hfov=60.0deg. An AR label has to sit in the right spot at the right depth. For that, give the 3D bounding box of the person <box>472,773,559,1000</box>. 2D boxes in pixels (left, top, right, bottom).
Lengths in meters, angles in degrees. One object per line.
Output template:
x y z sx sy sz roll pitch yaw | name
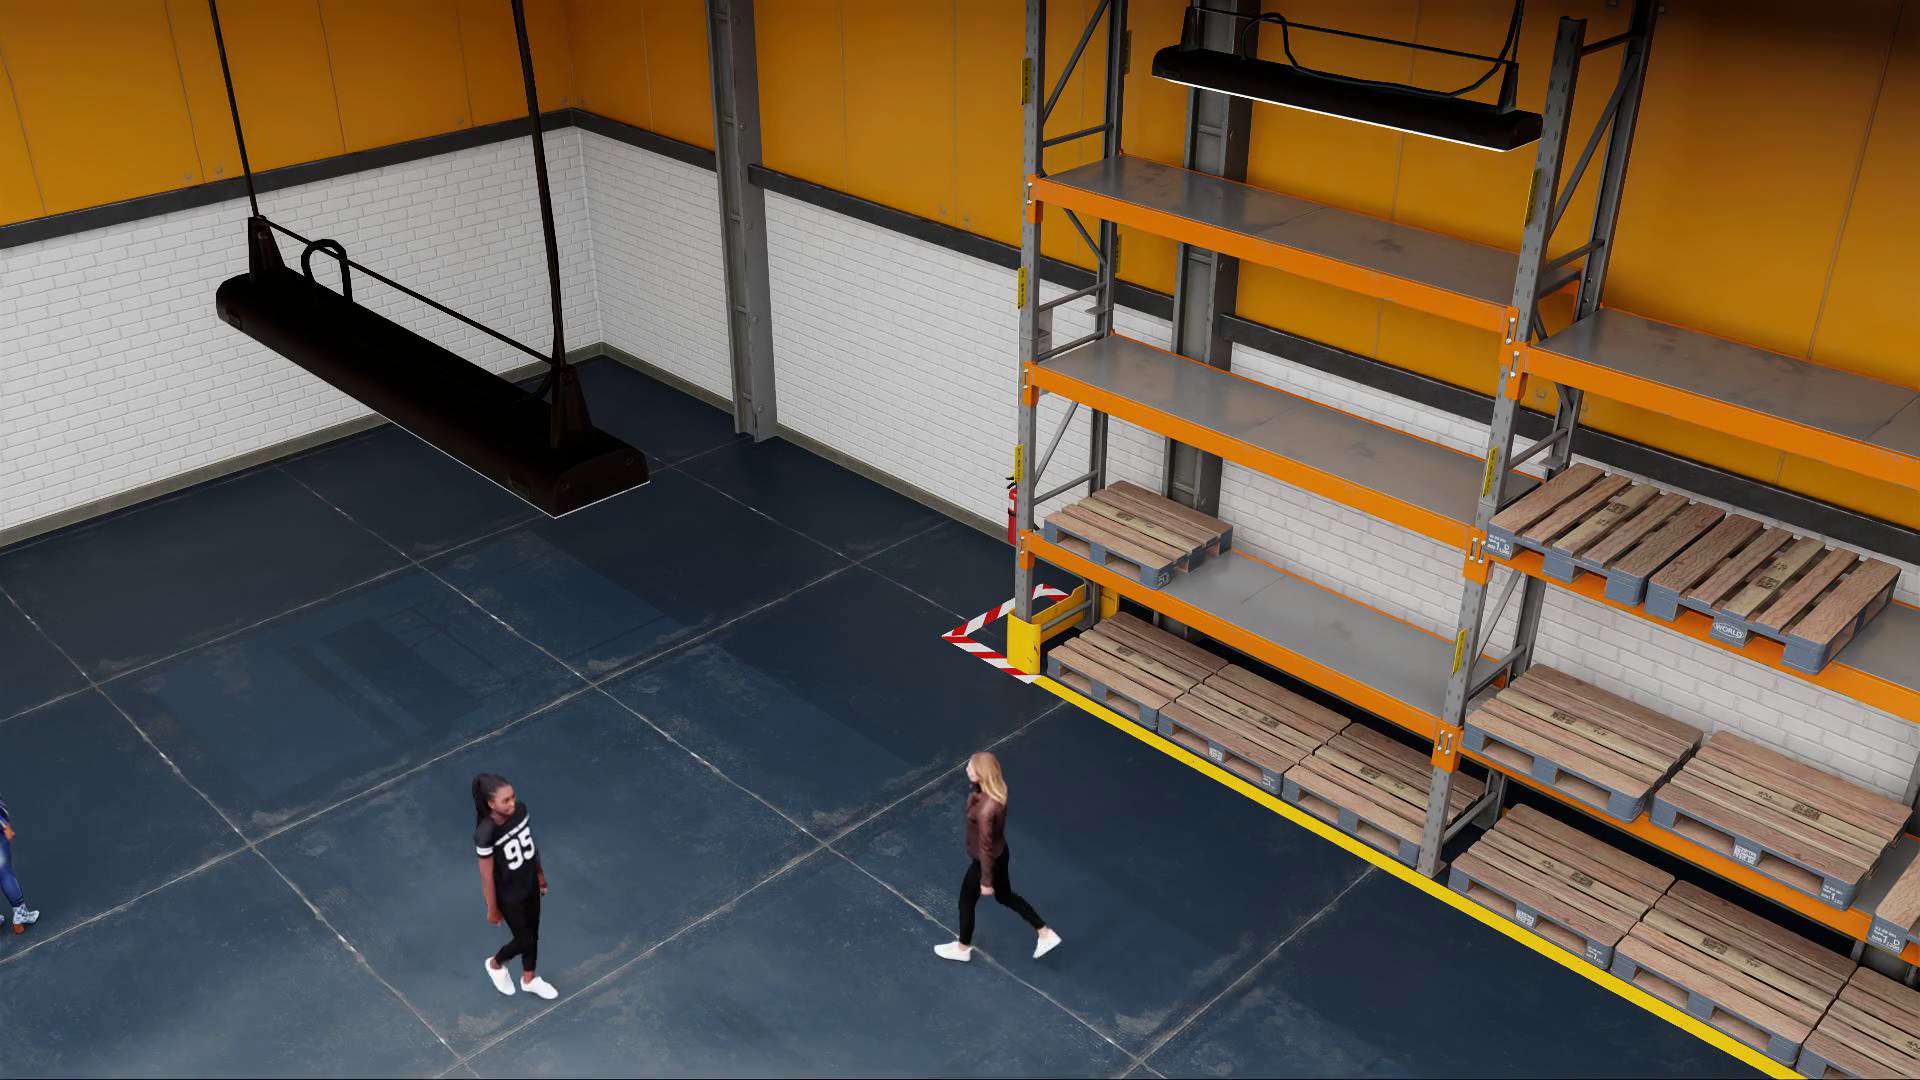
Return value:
-2.898 2.195 10.574 0.817 1.721 0.740 12 31 20 | person

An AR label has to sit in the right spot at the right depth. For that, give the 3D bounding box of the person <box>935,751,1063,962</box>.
0.271 2.101 10.793 1.170 1.677 0.991 6 29 12 | person

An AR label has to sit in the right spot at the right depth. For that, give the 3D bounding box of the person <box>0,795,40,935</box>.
-6.566 1.963 11.112 0.692 1.614 0.736 -2 29 -4 | person
